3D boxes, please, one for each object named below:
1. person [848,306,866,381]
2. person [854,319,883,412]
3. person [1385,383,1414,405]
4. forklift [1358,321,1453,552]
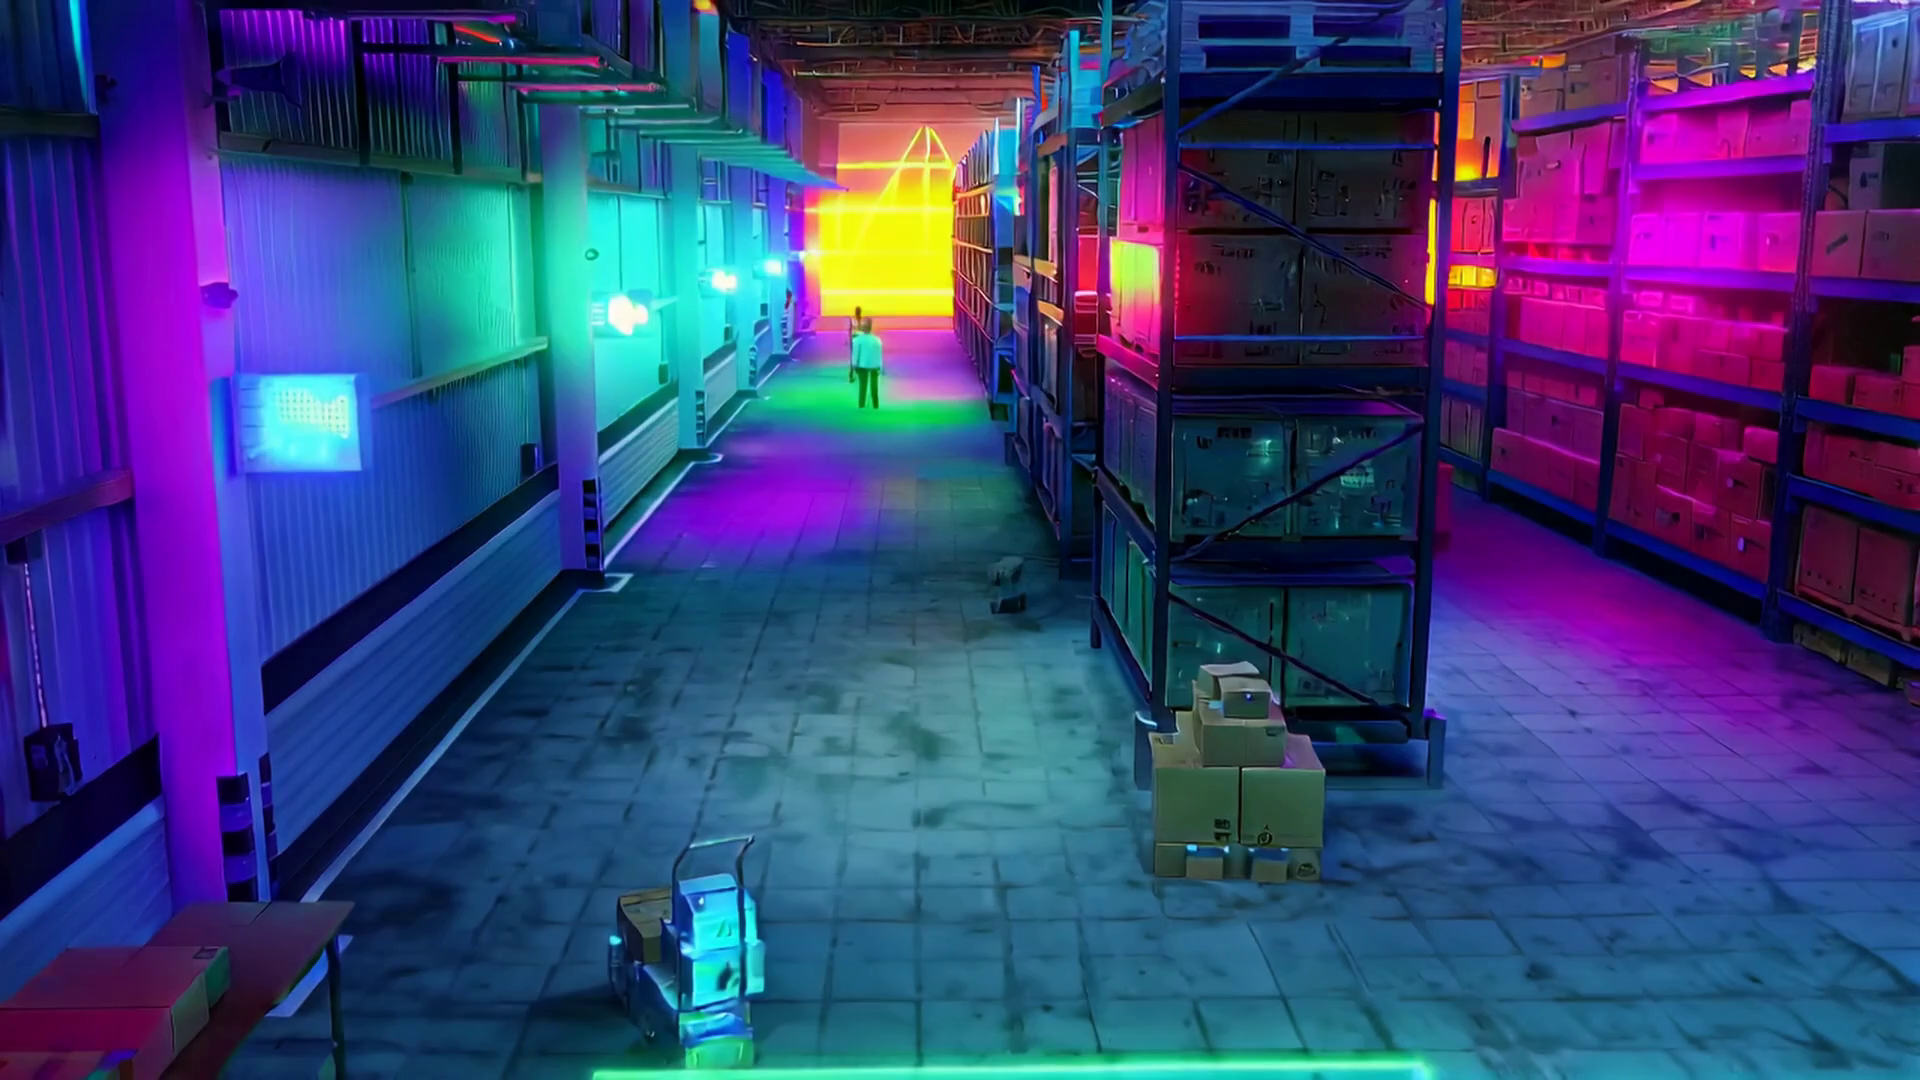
[{"bbox_3d":[-2.596,-5.034,42.583,0.589,1.910,0.392,-6,12,-28],"label":"person"},{"bbox_3d":[-1.946,-3.709,35.489,0.617,1.988,0.402,0,11,1],"label":"person"},{"bbox_3d":[8.791,-3.182,33.255,0.959,1.800,0.575,-1,11,-7],"label":"person"},{"bbox_3d":[5.441,-1.352,20.882,1.129,2.768,1.873,0,11,-2],"label":"forklift"}]
